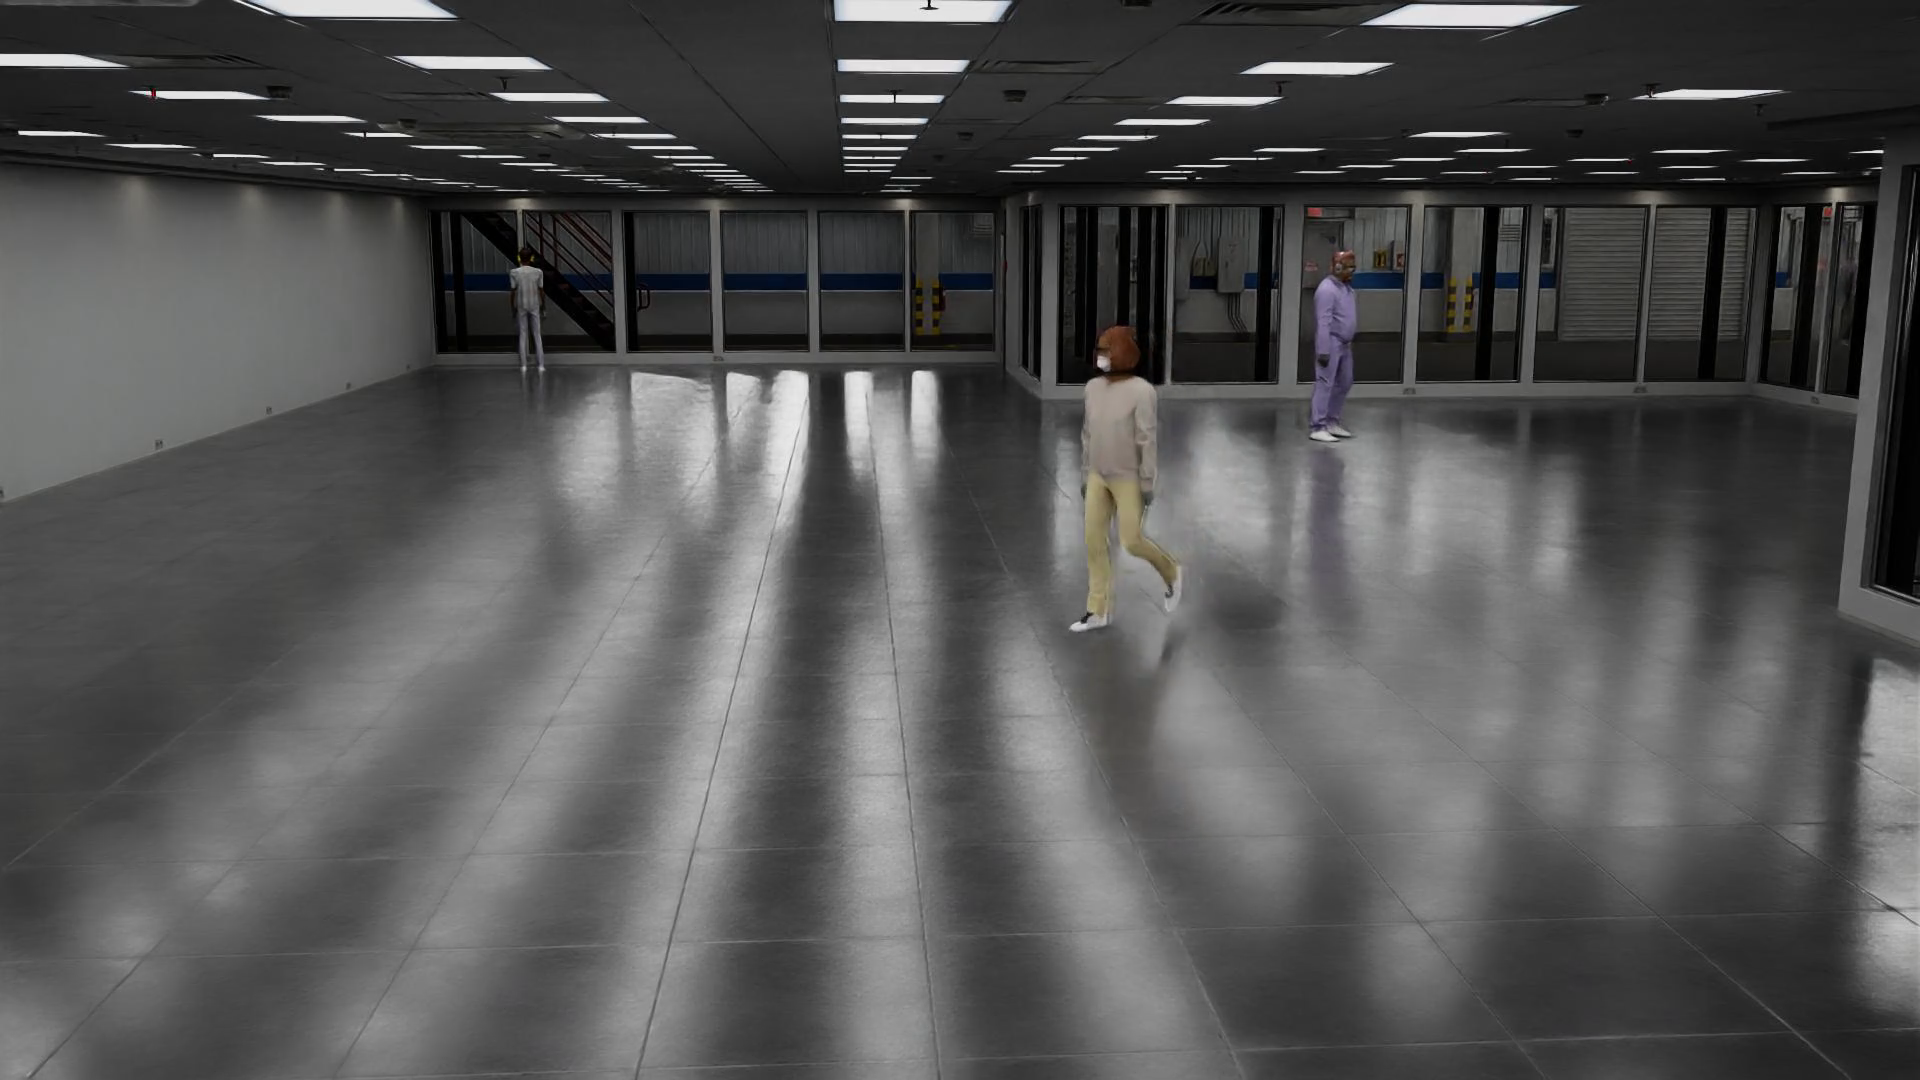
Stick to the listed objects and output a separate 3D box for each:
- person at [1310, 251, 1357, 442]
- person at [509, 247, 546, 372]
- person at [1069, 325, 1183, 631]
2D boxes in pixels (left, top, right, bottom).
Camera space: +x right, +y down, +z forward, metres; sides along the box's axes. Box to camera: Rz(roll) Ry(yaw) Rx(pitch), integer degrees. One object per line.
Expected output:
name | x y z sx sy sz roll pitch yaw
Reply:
person | 3.767 -1.926 16.632 0.396 1.897 0.667 7 13 35
person | -6.431 -3.422 24.776 0.494 1.864 0.329 -2 11 -12
person | 0.878 -0.331 8.778 0.646 1.612 0.504 -9 14 -40
